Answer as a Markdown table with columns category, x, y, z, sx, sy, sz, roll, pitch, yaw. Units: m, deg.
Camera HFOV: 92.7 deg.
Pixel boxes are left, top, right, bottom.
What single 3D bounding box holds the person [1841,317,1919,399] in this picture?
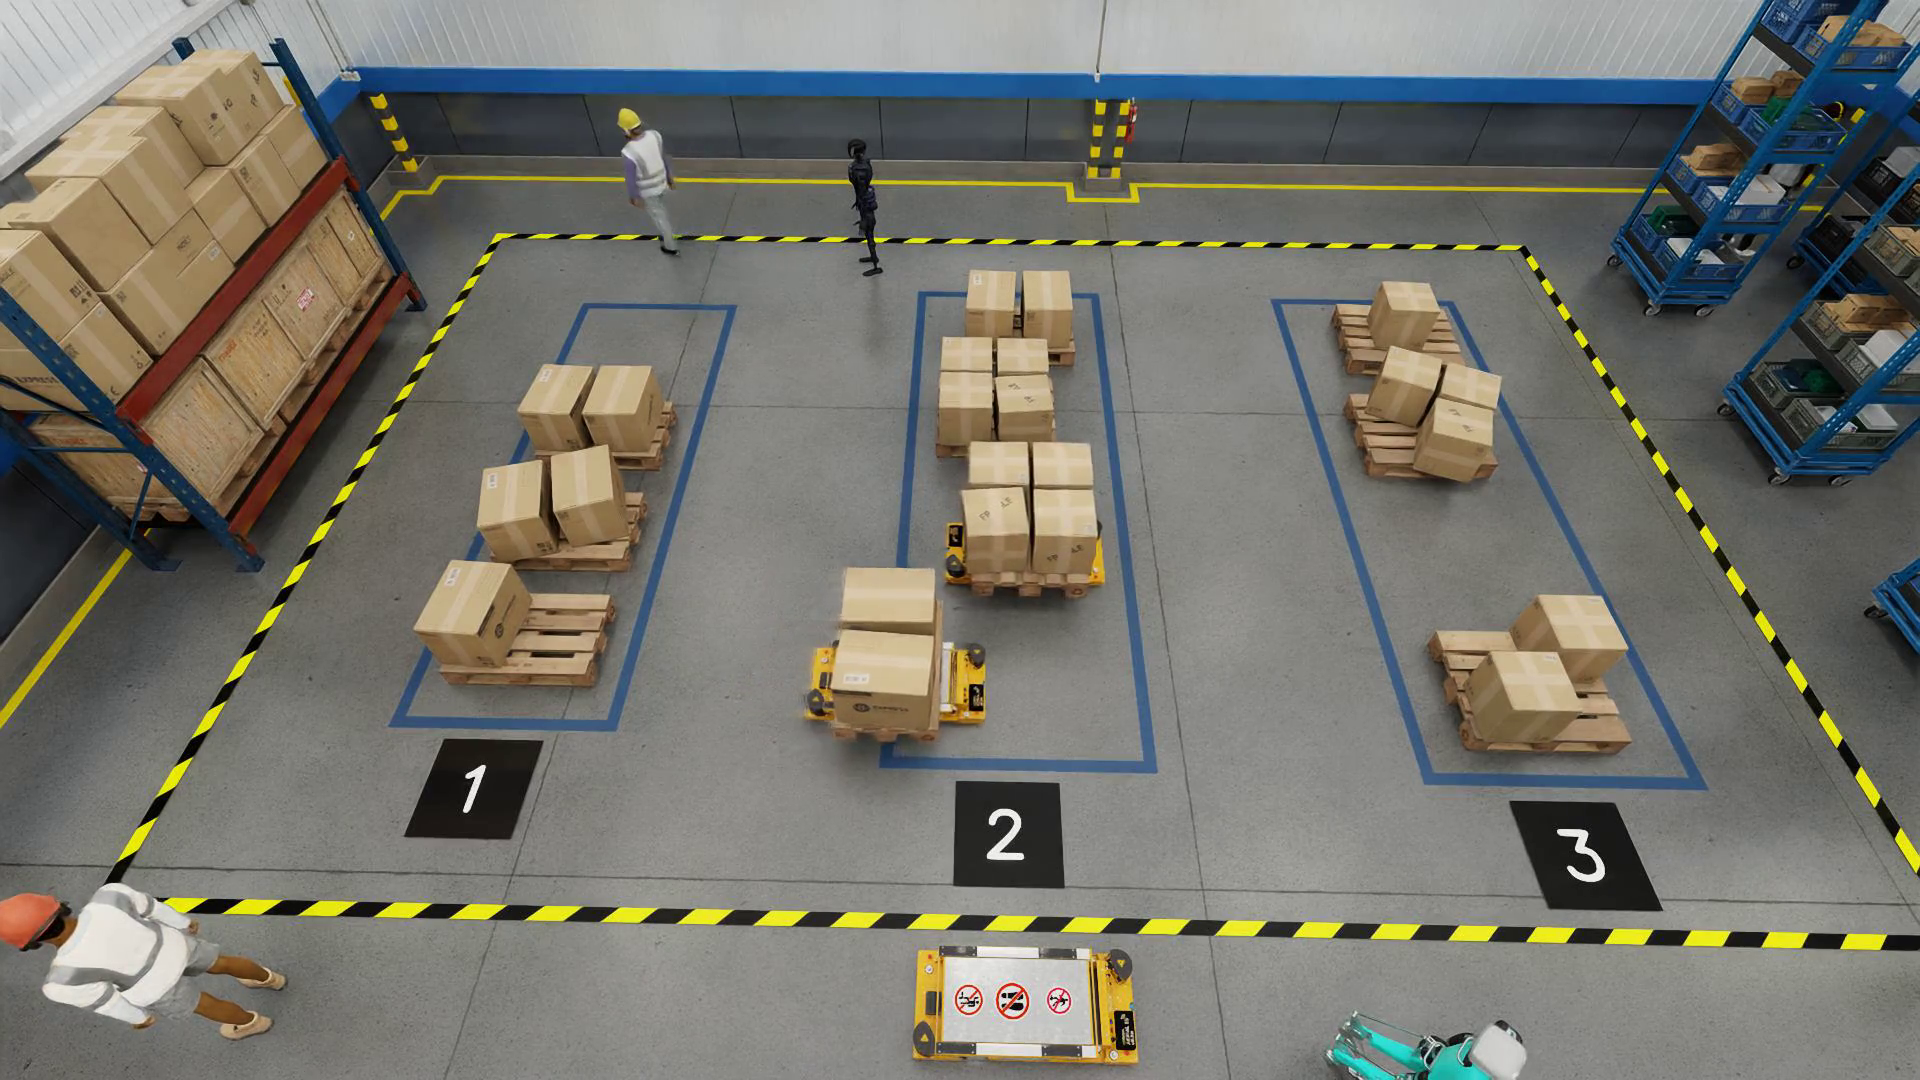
| category | x | y | z | sx | sy | sz | roll | pitch | yaw |
| --- | --- | --- | --- | --- | --- | --- | --- | --- | --- |
| person | 9.647 | -2.151 | 9.211 | 0.526 | 1.865 | 0.317 | 4 | 51 | 3 |

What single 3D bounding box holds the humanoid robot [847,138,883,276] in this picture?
| category | x | y | z | sx | sy | sz | roll | pitch | yaw |
| --- | --- | --- | --- | --- | --- | --- | --- | --- | --- |
| humanoid robot | -1.125 | -3.893 | 10.740 | 0.315 | 1.659 | 0.599 | -7 | 51 | -6 |

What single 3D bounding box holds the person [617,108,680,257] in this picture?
| category | x | y | z | sx | sy | sz | roll | pitch | yaw |
| --- | --- | --- | --- | --- | --- | --- | --- | --- | --- |
| person | -3.760 | -4.257 | 10.951 | 0.605 | 1.813 | 0.607 | 24 | 55 | 19 |

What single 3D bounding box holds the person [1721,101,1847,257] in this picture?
| category | x | y | z | sx | sy | sz | roll | pitch | yaw |
| --- | --- | --- | --- | --- | --- | --- | --- | --- | --- |
| person | 9.826 | -4.308 | 10.964 | 0.336 | 1.872 | 0.516 | -13 | 52 | -10 |

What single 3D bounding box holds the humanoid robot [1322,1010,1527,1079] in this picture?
| category | x | y | z | sx | sy | sz | roll | pitch | yaw |
| --- | --- | --- | --- | --- | --- | --- | --- | --- | --- |
| humanoid robot | 2.439 | 2.857 | 5.120 | 0.533 | 1.681 | 0.735 | -36 | 59 | -26 |

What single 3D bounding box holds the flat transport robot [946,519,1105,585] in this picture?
| category | x | y | z | sx | sy | sz | roll | pitch | yaw |
| --- | --- | --- | --- | --- | --- | --- | --- | --- | --- |
| flat transport robot | 0.595 | 0.089 | 8.396 | 1.431 | 0.197 | 0.652 | 1 | 51 | 1 |

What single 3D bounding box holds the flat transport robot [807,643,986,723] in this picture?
| category | x | y | z | sx | sy | sz | roll | pitch | yaw |
| --- | --- | --- | --- | --- | --- | --- | --- | --- | --- |
| flat transport robot | -0.504 | 1.156 | 7.525 | 1.431 | 0.197 | 0.652 | 1 | 51 | 1 |

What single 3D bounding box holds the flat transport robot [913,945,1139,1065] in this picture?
| category | x | y | z | sx | sy | sz | roll | pitch | yaw |
| --- | --- | --- | --- | --- | --- | --- | --- | --- | --- |
| flat transport robot | 0.422 | 3.041 | 6.007 | 1.431 | 0.231 | 0.659 | 1 | 51 | 1 |

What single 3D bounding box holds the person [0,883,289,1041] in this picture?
| category | x | y | z | sx | sy | sz | roll | pitch | yaw |
| --- | --- | --- | --- | --- | --- | --- | --- | --- | --- |
| person | -4.703 | 2.485 | 5.322 | 0.397 | 2.033 | 0.610 | -2 | 51 | -1 |
